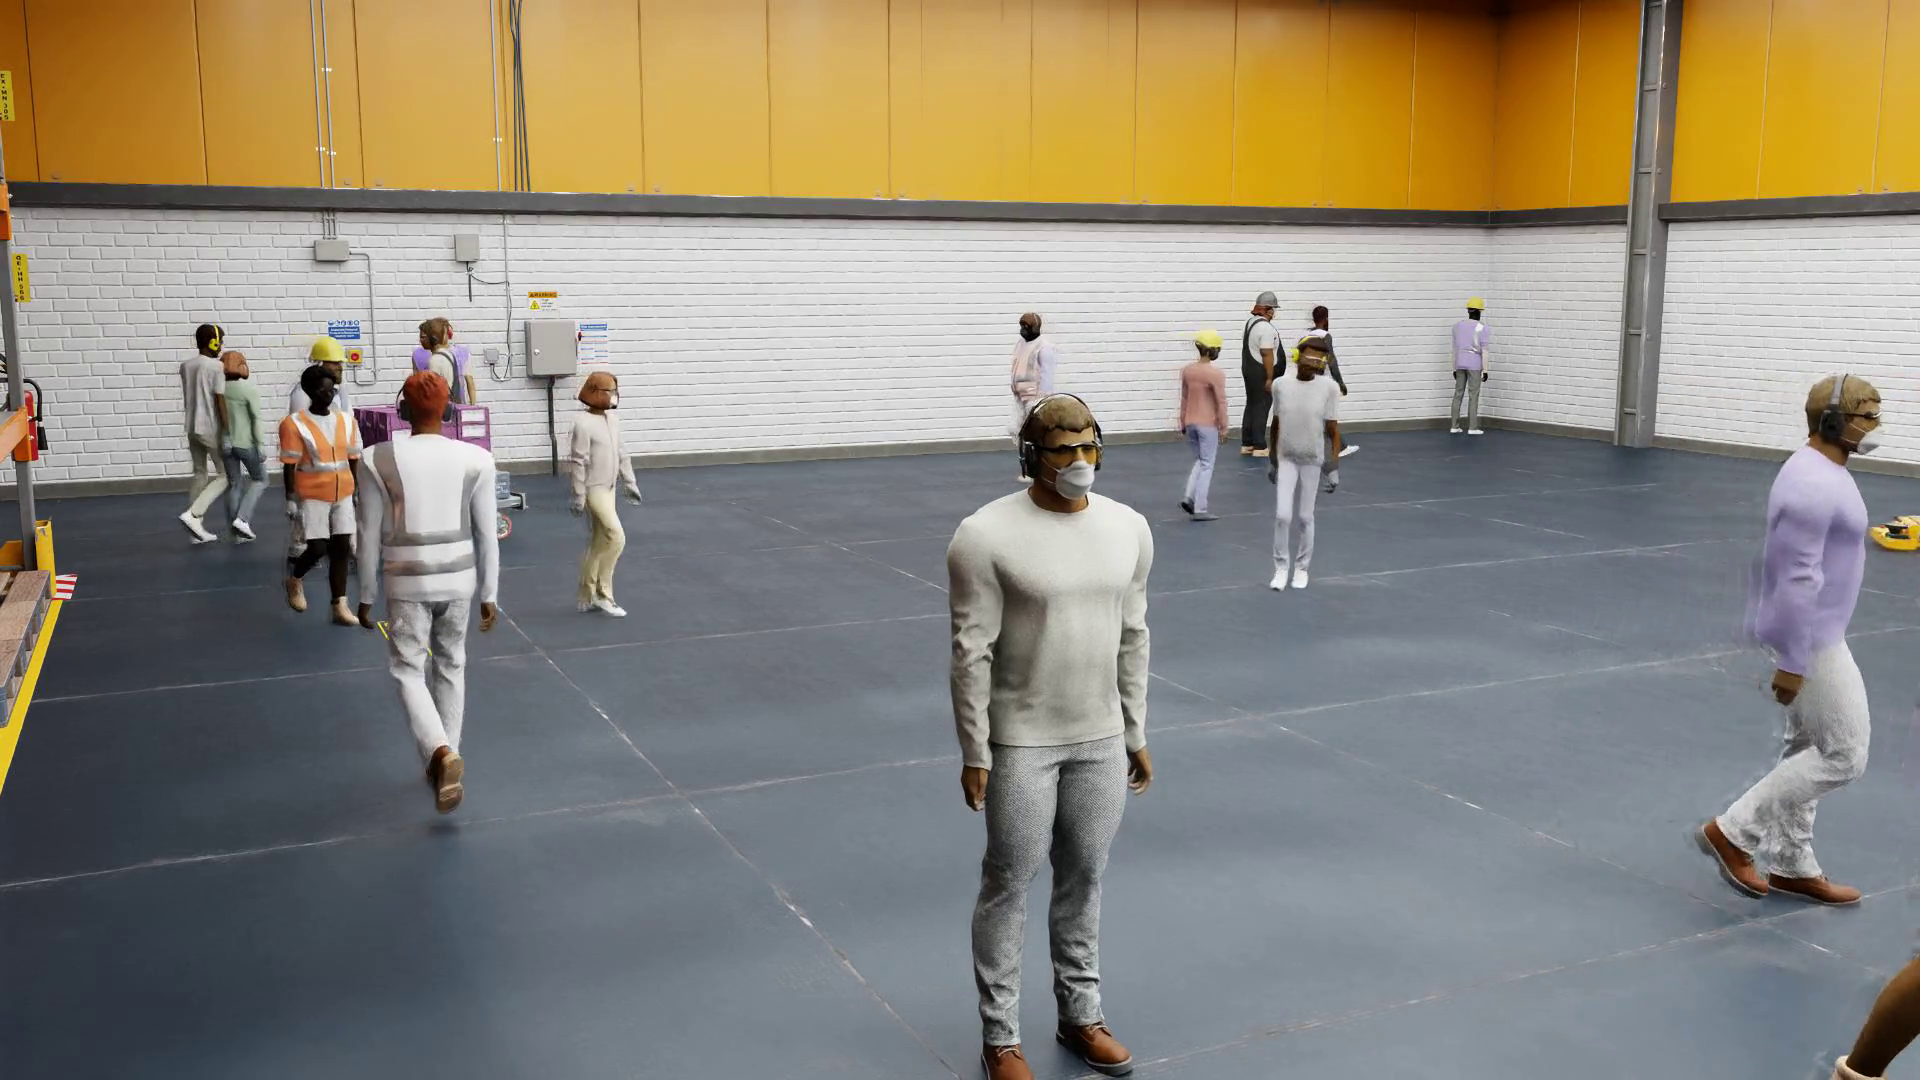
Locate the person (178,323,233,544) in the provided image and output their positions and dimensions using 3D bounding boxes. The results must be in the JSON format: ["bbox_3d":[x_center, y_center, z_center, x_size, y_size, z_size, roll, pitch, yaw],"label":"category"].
[{"bbox_3d":[-6.261,-0.862,13.761,0.559,1.843,0.605,4,10,23],"label":"person"}]

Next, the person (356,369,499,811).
[{"bbox_3d":[-2.214,0.216,7.002,0.573,1.864,0.781,-5,11,-30],"label":"person"}]

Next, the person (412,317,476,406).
[{"bbox_3d":[-4.965,-1.228,16.076,0.576,1.820,0.817,-3,10,-20],"label":"person"}]

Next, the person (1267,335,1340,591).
[{"bbox_3d":[2.427,-0.538,11.773,0.532,1.828,0.642,3,10,18],"label":"person"}]

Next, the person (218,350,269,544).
[{"bbox_3d":[-6.003,-0.773,13.867,0.524,1.616,0.346,2,9,12],"label":"person"}]

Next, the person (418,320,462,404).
[{"bbox_3d":[-4.758,-1.128,15.440,0.462,1.830,0.520,0,9,1],"label":"person"}]

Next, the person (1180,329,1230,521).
[{"bbox_3d":[2.242,-1.039,15.119,0.374,1.750,0.542,-6,11,-34],"label":"person"}]

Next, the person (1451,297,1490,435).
[{"bbox_3d":[7.138,-2.429,23.243,0.401,1.918,0.580,-8,12,-40],"label":"person"}]

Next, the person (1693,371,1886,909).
[{"bbox_3d":[2.996,0.370,5.868,0.466,1.928,0.632,5,10,26],"label":"person"}]

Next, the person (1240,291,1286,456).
[{"bbox_3d":[3.757,-2.054,20.529,0.537,2.000,0.692,-2,9,-13],"label":"person"}]

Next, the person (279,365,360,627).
[{"bbox_3d":[-4.101,-0.288,10.646,0.507,1.682,0.547,7,11,35],"label":"person"}]

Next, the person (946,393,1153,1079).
[{"bbox_3d":[0.269,0.560,4.627,0.629,1.940,0.373,-5,10,-26],"label":"person"}]

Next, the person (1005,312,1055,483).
[{"bbox_3d":[0.754,-1.527,17.888,0.447,1.831,0.637,-5,11,-30],"label":"person"}]

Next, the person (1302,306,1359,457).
[{"bbox_3d":[4.369,-1.911,20.245,1.039,1.843,0.619,-1,9,-7],"label":"person"}]

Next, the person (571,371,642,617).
[{"bbox_3d":[-2.312,-0.299,10.945,0.499,1.614,0.503,2,9,10],"label":"person"}]

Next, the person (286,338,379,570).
[{"bbox_3d":[-4.735,-0.624,12.481,0.936,1.775,0.593,1,9,7],"label":"person"}]

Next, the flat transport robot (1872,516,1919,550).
[{"bbox_3d":[8.270,-0.039,13.499,1.431,0.197,0.652,3,10,19],"label":"flat transport robot"}]

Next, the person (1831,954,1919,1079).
[{"bbox_3d":[2.659,0.639,4.008,1.041,1.993,0.617,7,11,35],"label":"person"}]
